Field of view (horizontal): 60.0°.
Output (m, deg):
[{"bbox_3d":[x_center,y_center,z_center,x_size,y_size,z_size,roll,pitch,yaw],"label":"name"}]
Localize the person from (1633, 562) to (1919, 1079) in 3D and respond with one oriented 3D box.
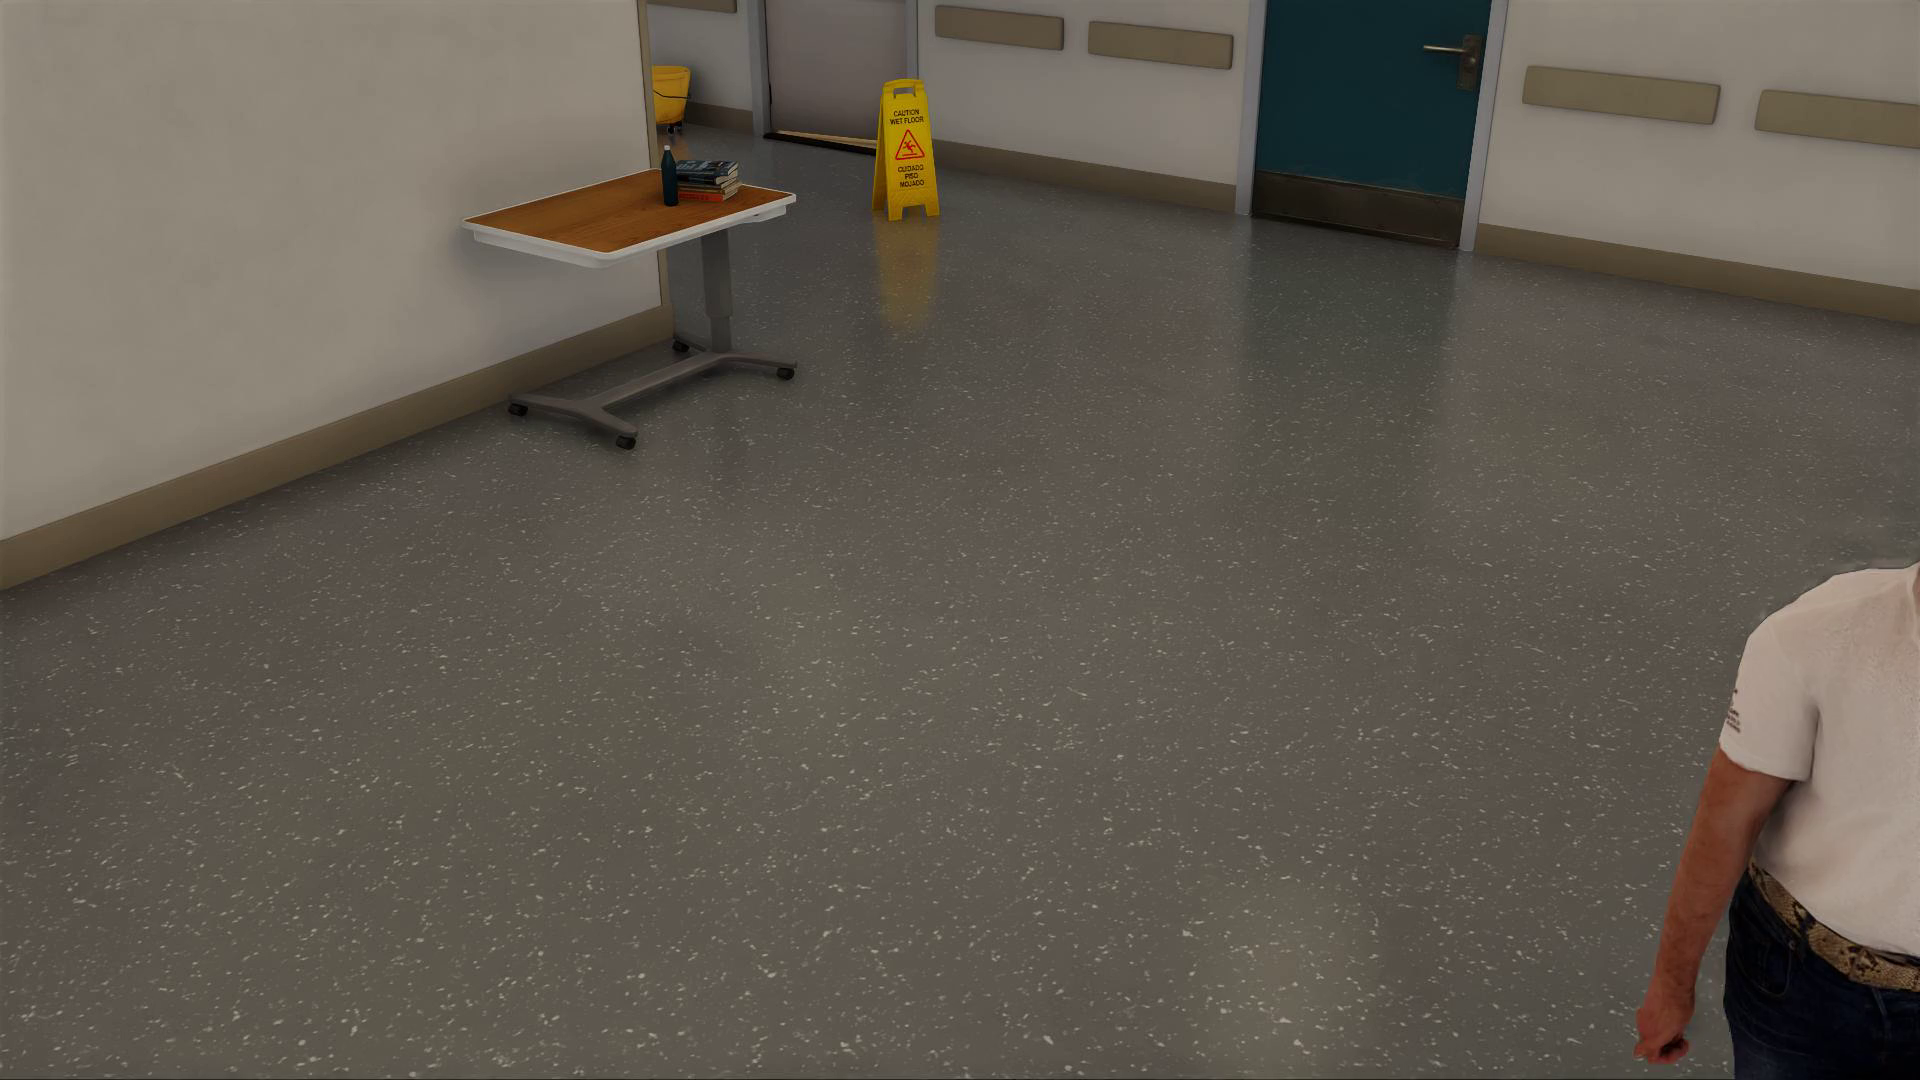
[{"bbox_3d":[1.322,0.594,2.395,1.073,1.819,0.738,17,30,31],"label":"person"}]
